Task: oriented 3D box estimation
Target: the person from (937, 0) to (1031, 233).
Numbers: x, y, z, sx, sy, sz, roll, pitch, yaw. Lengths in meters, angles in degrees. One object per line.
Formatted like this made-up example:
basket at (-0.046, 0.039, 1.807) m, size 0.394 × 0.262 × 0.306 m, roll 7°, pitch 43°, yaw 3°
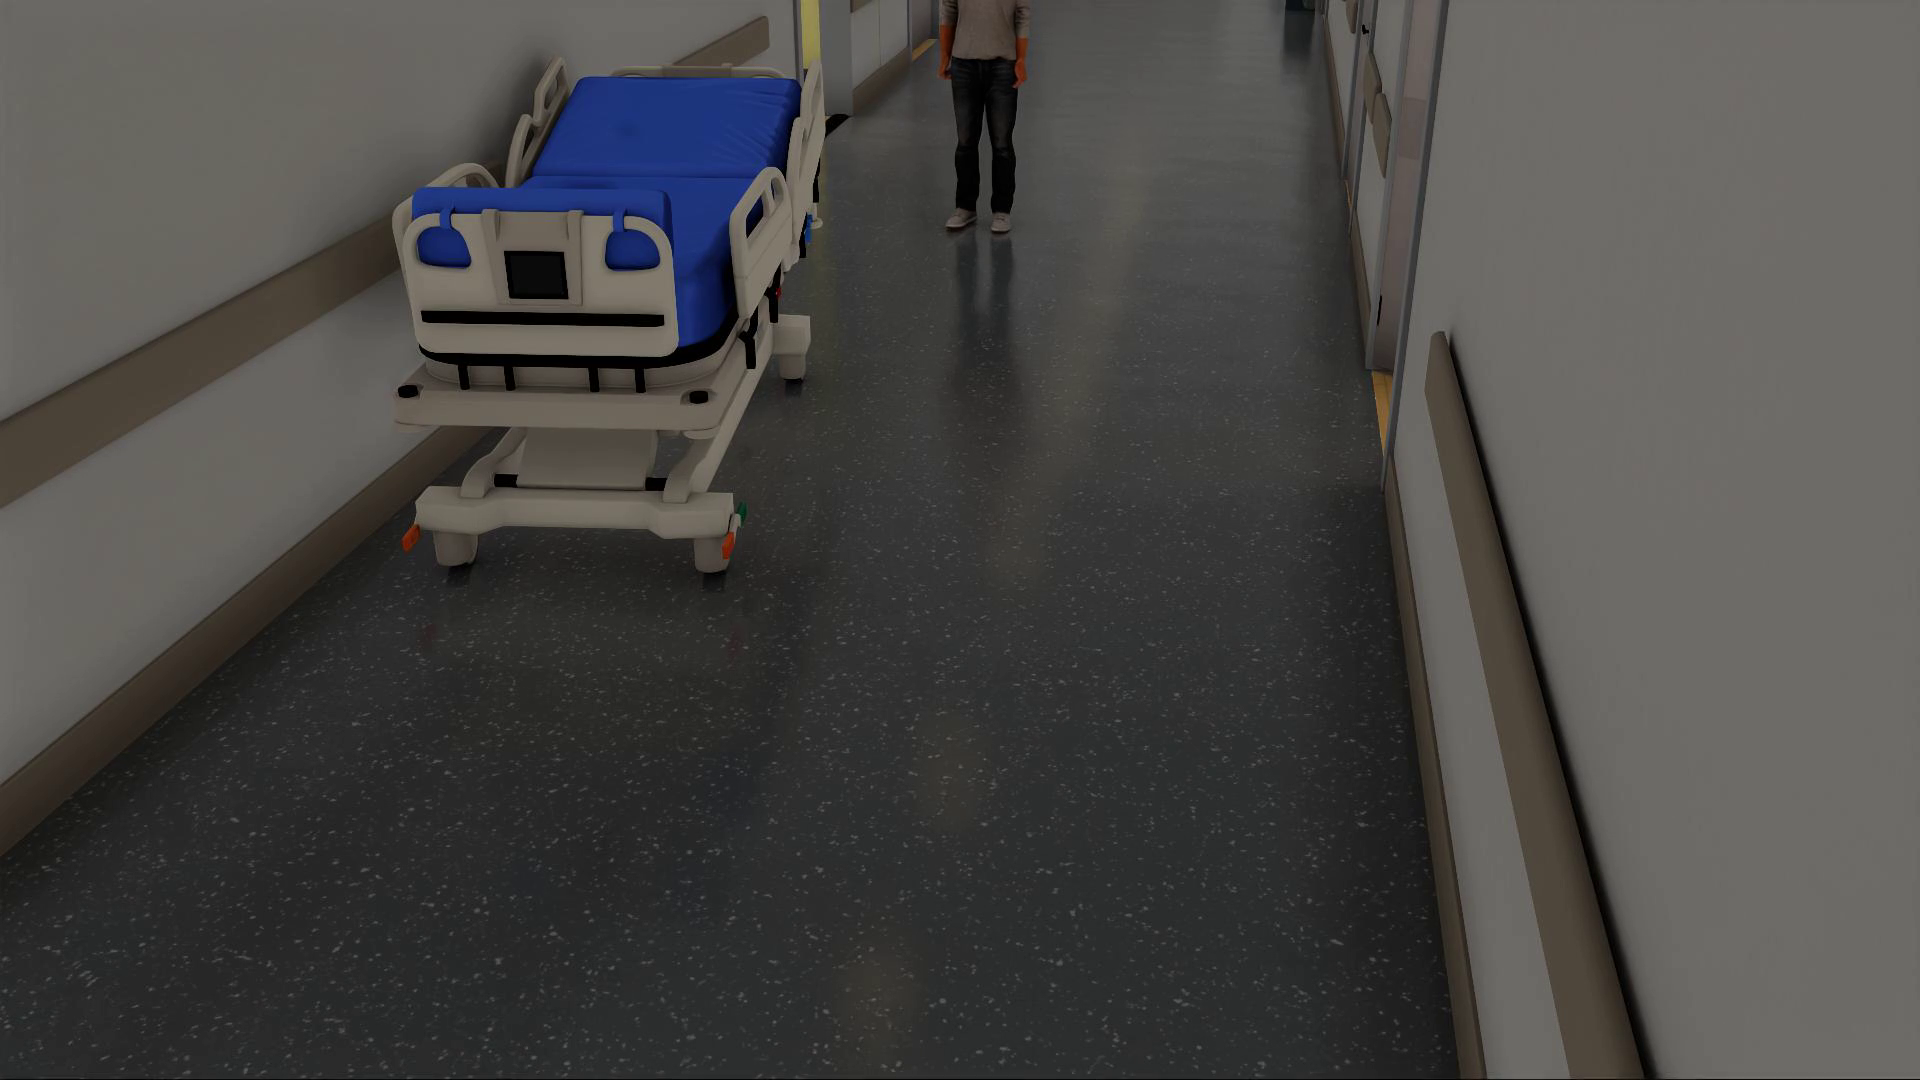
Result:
person at (0.139, -2.597, 9.001) m, size 0.492 × 1.812 × 0.713 m, roll 6°, pitch 26°, yaw 12°
